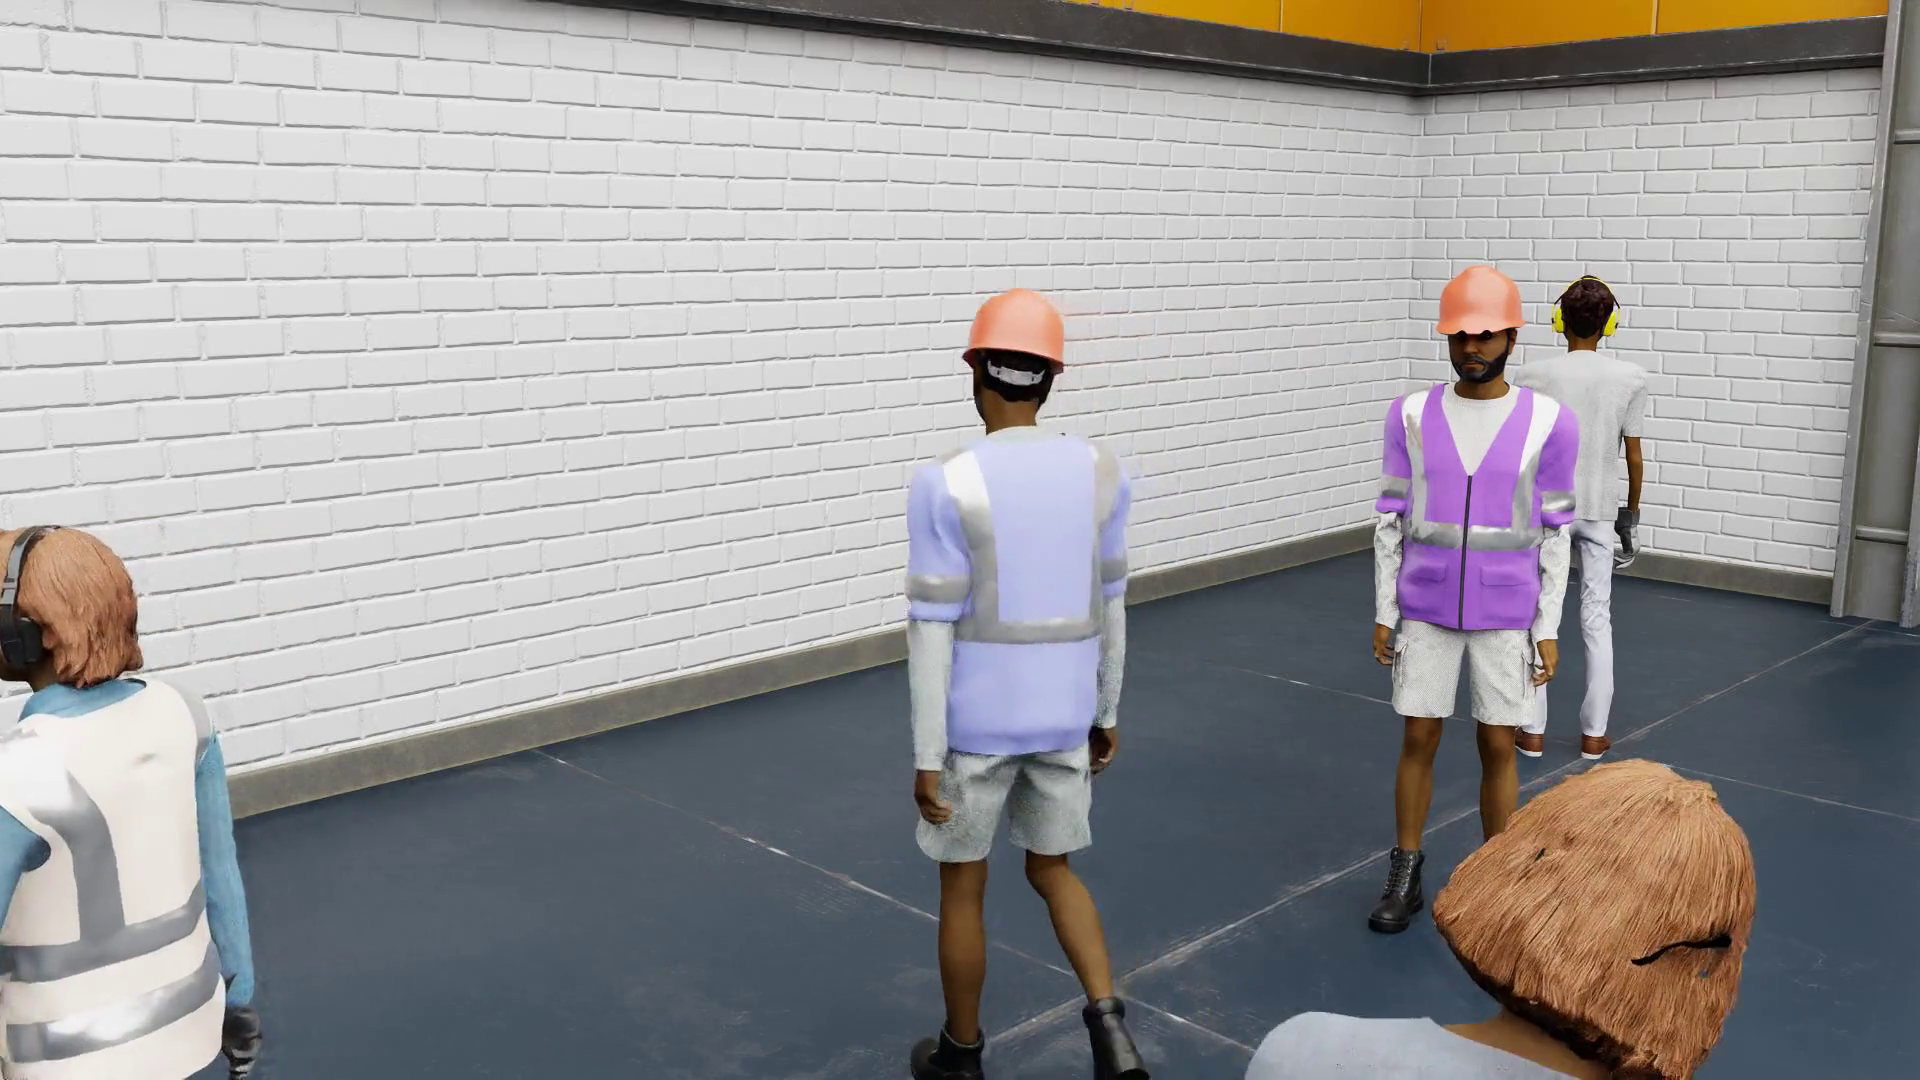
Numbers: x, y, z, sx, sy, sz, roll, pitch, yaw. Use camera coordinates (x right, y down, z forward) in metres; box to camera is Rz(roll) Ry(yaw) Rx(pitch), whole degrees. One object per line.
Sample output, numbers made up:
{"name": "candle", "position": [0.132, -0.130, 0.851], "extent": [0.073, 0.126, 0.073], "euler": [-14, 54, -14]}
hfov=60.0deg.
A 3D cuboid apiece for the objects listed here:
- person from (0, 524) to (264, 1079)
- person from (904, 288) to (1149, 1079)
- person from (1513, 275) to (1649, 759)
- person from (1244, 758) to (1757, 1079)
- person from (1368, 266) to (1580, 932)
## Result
{"name": "person", "position": [-1.362, 0.778, 2.470], "extent": [0.743, 1.610, 0.534], "euler": [1, 10, 5]}
{"name": "person", "position": [0.158, 0.408, 3.679], "extent": [0.582, 1.910, 0.639], "euler": [-5, 11, -24]}
{"name": "person", "position": [2.365, -0.078, 6.438], "extent": [0.515, 1.872, 0.328], "euler": [2, 11, 12]}
{"name": "person", "position": [0.453, 0.967, 1.523], "extent": [0.549, 1.576, 0.733], "euler": [6, 12, 31]}
{"name": "person", "position": [1.445, 0.198, 4.745], "extent": [0.546, 1.938, 0.361], "euler": [4, 11, 23]}
